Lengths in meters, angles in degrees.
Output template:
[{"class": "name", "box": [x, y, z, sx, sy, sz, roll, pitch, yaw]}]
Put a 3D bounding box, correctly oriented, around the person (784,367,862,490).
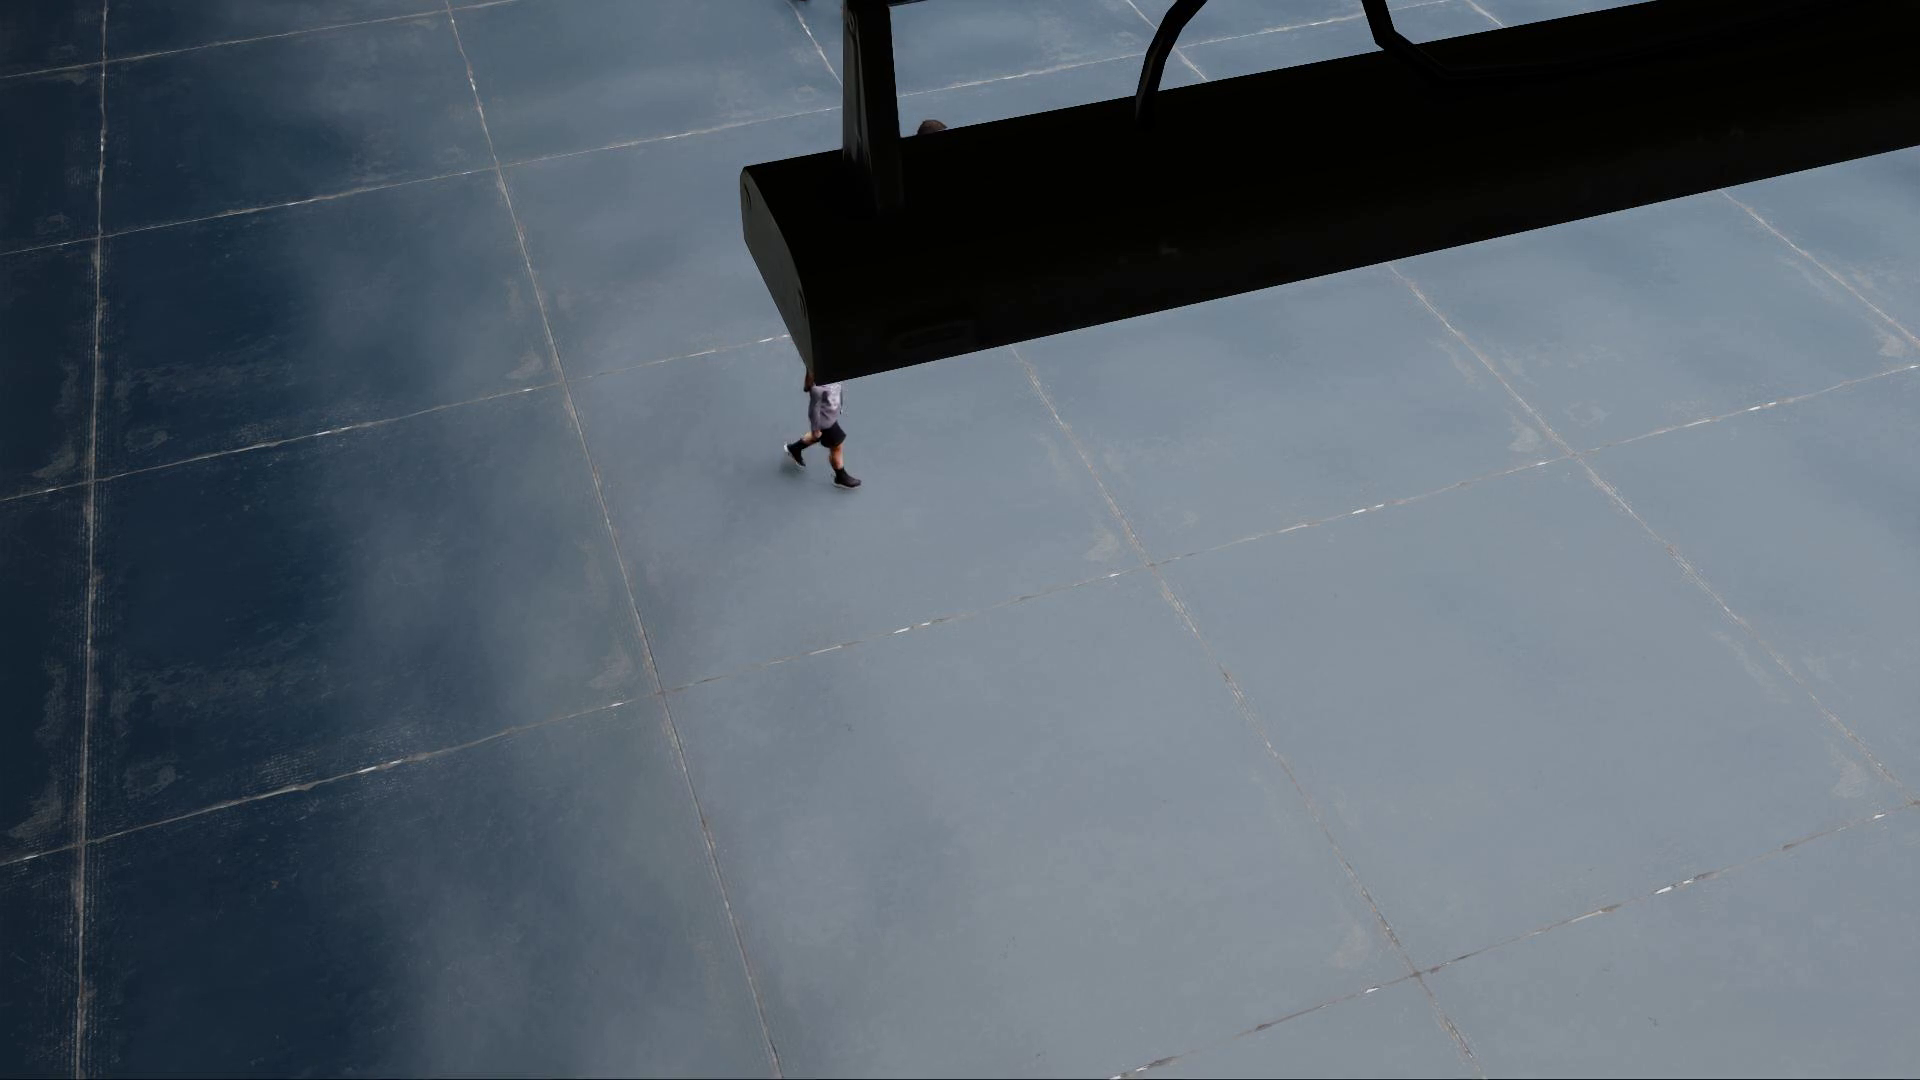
[{"class": "person", "box": [-0.875, -0.794, 10.202, 0.791, 1.092, 0.765, 13, 44, 13]}]
